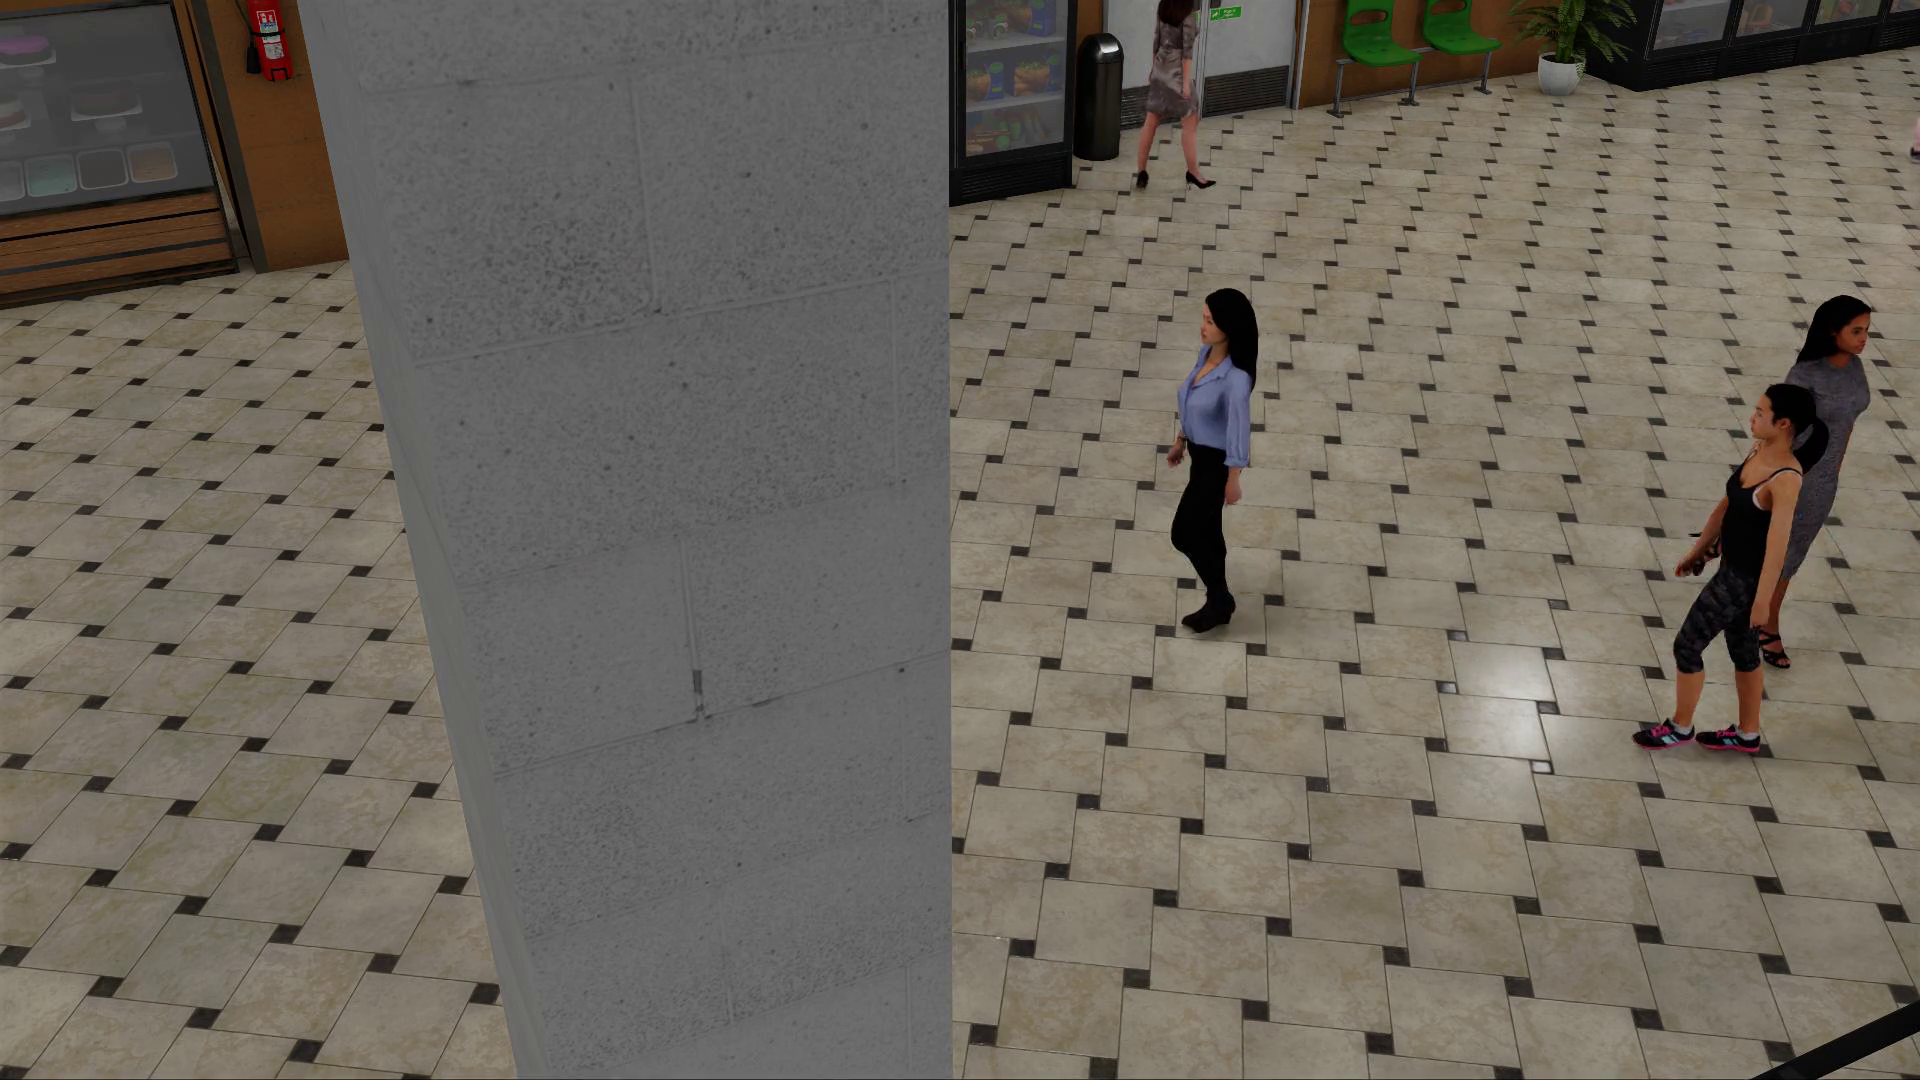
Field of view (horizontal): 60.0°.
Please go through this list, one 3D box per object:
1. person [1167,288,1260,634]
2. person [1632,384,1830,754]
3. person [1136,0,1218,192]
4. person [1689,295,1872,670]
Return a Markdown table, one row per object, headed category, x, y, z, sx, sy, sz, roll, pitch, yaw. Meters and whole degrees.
| category | x | y | z | sx | sy | sz | roll | pitch | yaw |
| --- | --- | --- | --- | --- | --- | --- | --- | --- | --- |
| person | 1.245 | -0.337 | 7.614 | 0.782 | 1.734 | 0.632 | -5 | 32 | -8 |
| person | 3.325 | 0.166 | 6.834 | 0.852 | 1.704 | 0.816 | 7 | 33 | 11 |
| person | 1.577 | -3.501 | 12.709 | 0.821 | 1.724 | 0.734 | -25 | 39 | -34 |
| person | 3.719 | -0.293 | 7.517 | 0.578 | 1.762 | 0.936 | -14 | 34 | -21 |
